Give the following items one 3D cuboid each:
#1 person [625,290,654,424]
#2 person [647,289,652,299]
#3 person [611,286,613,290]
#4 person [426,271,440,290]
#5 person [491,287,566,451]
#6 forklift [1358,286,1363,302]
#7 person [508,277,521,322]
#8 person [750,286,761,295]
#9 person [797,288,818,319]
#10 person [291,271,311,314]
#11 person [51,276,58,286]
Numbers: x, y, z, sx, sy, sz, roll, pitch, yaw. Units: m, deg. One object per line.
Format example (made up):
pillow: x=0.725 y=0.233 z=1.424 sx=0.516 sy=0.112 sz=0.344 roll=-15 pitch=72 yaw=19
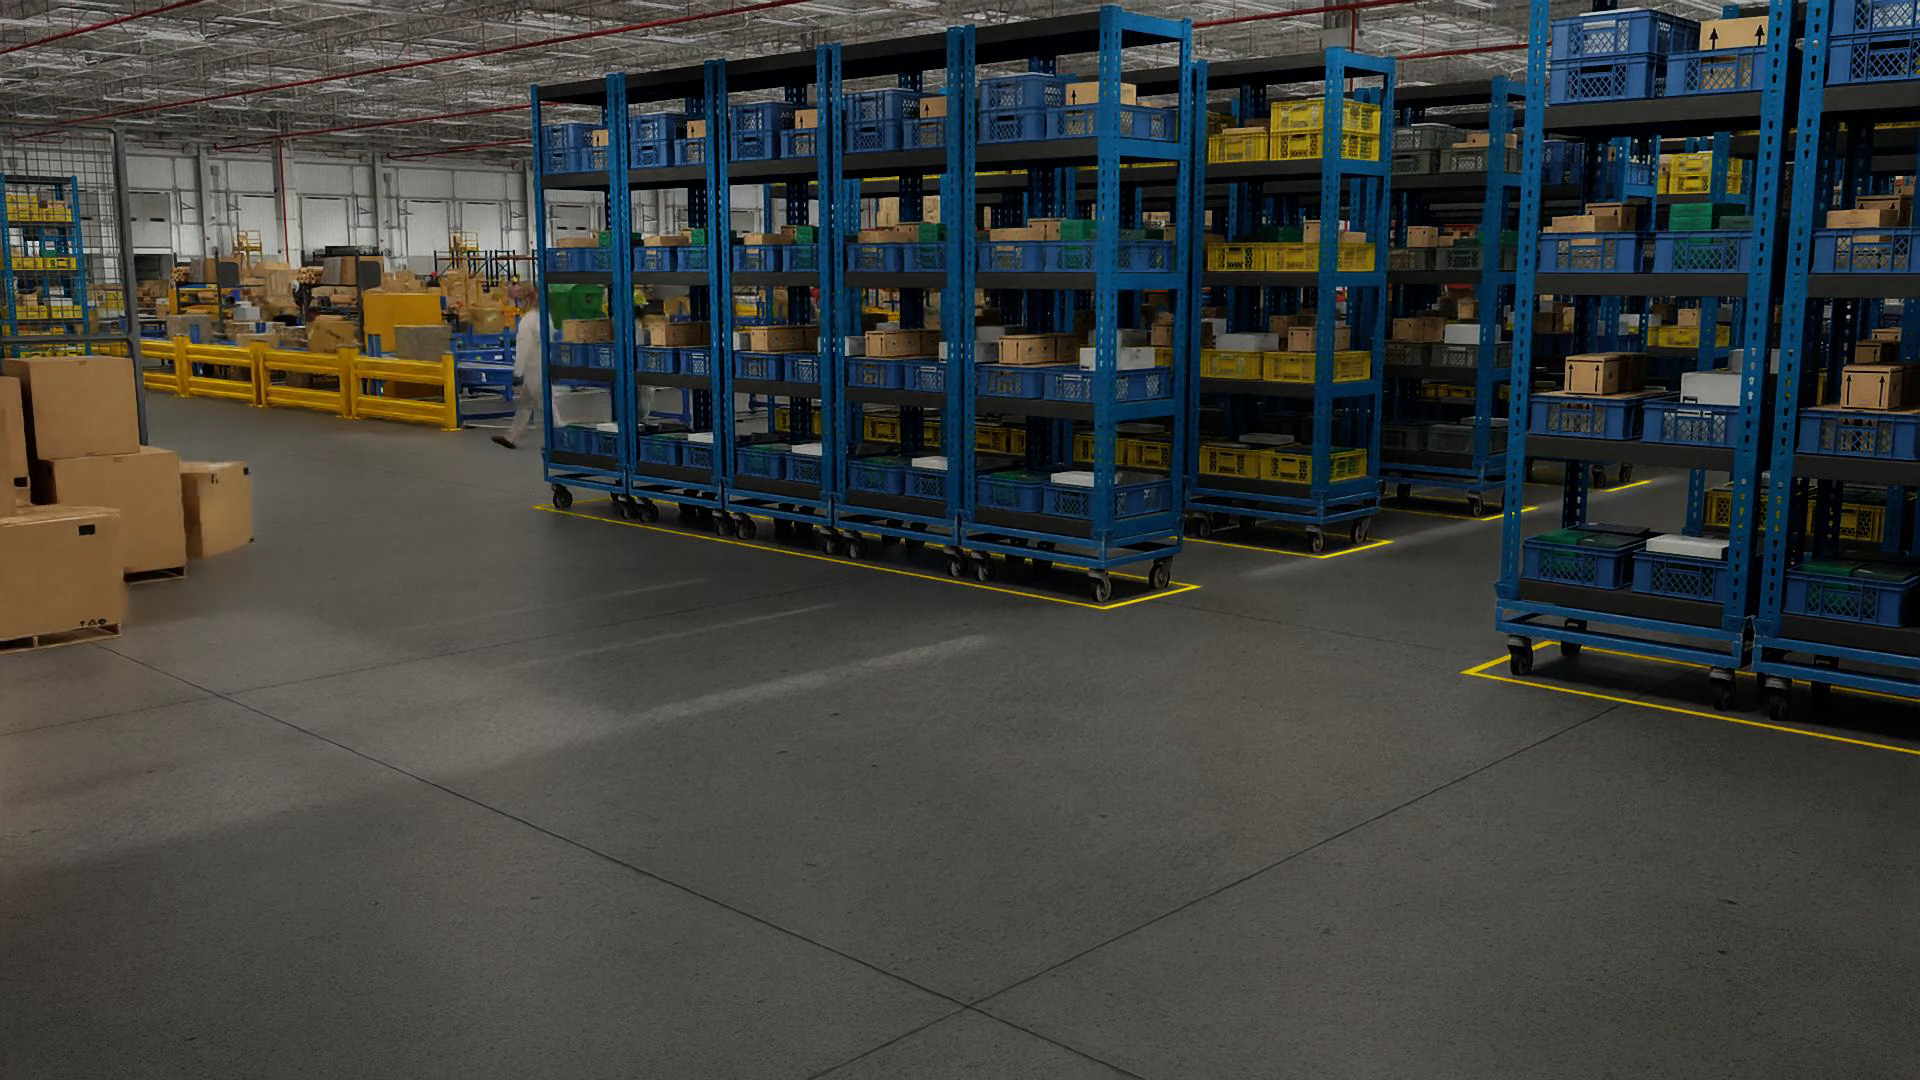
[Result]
person: x=-3.905 y=-2.130 z=20.256 sx=0.612 sy=1.810 sz=0.628 roll=-1 pitch=9 yaw=-8
person: x=-15.253 y=-12.330 z=82.590 sx=0.939 sy=1.876 sz=0.624 roll=7 pitch=12 yaw=39
person: x=-12.585 y=-8.672 z=60.791 sx=0.674 sy=1.673 sz=0.545 roll=-2 pitch=9 yaw=-10
person: x=-18.734 y=-8.588 z=59.304 sx=0.623 sy=1.992 sz=0.391 roll=5 pitch=11 yaw=29
person: x=-4.914 y=-1.933 z=18.916 sx=0.980 sy=1.850 sz=0.669 roll=1 pitch=9 yaw=6
forklift: x=11.100 y=-7.017 z=46.970 sx=1.873 sy=2.768 sz=1.129 roll=9 pitch=13 yaw=43
person: x=-17.319 y=-9.352 z=64.715 sx=0.548 sy=1.751 sz=0.371 roll=-2 pitch=10 yaw=-14
person: x=-9.400 y=-11.393 z=76.590 sx=0.605 sy=1.966 sz=0.367 roll=-6 pitch=11 yaw=-34
person: x=-3.578 y=-5.107 z=38.807 sx=0.535 sy=1.724 sz=0.903 roll=2 pitch=9 yaw=11
person: x=-24.587 y=-9.070 z=62.123 sx=0.682 sy=2.000 sz=0.536 roll=-4 pitch=10 yaw=-23
person: x=-38.395 y=-10.414 z=70.735 sx=0.636 sy=1.930 sz=0.388 roll=-3 pitch=10 yaw=-17
